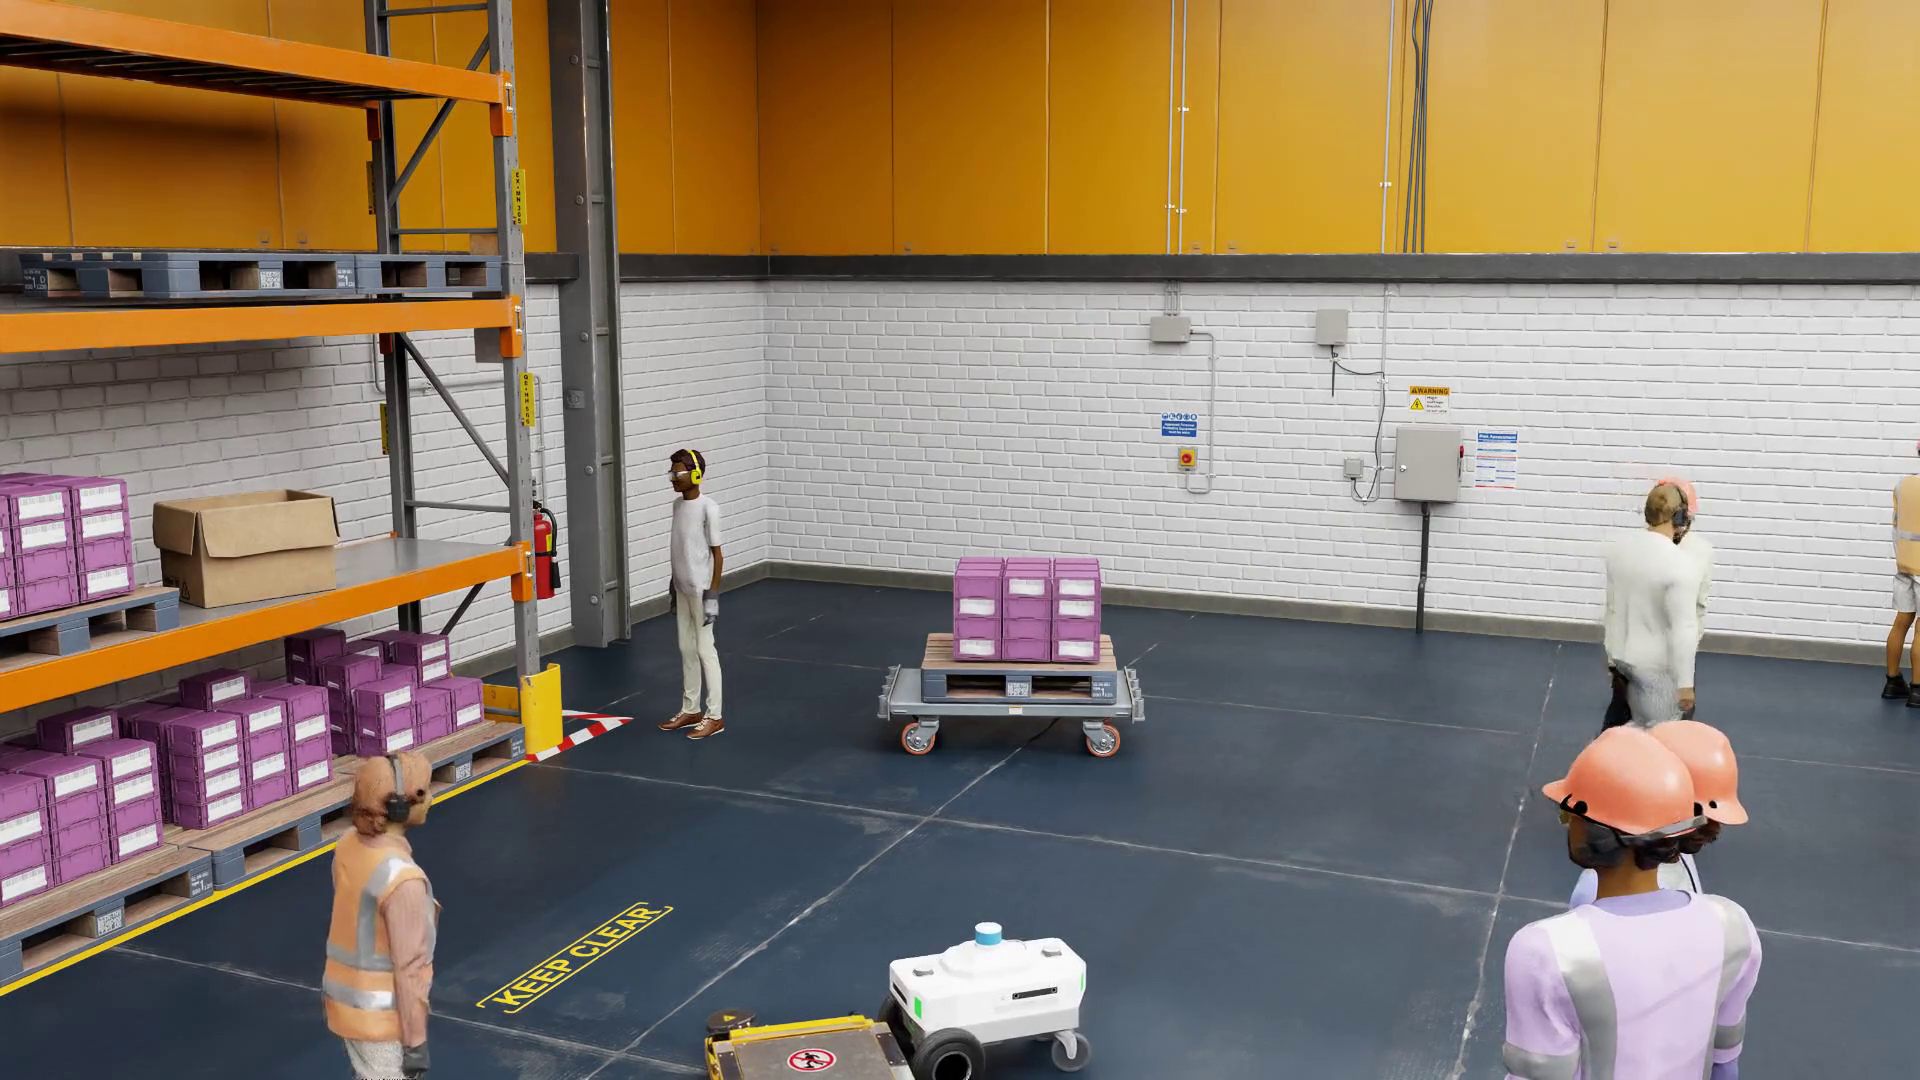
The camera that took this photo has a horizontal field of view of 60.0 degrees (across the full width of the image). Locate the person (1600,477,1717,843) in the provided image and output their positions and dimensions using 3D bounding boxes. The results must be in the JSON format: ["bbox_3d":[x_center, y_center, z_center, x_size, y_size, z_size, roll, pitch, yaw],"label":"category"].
[{"bbox_3d":[3.720,0.615,8.879,0.631,1.928,1.041,-1,9,-5],"label":"person"}]

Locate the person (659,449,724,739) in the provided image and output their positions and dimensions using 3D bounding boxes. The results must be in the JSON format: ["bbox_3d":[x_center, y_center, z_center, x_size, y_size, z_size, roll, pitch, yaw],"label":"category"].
[{"bbox_3d":[-1.732,0.341,10.732,0.323,1.871,0.528,-9,13,-43],"label":"person"}]

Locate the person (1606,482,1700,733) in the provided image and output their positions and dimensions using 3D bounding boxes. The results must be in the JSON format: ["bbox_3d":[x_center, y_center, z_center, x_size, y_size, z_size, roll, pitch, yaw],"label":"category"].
[{"bbox_3d":[3.578,0.650,8.703,0.512,1.919,0.652,-2,10,-13],"label":"person"}]

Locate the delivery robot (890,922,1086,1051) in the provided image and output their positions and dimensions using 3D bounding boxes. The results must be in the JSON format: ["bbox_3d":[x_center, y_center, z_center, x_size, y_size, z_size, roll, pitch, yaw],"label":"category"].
[{"bbox_3d":[0.108,1.687,6.269,0.707,0.478,0.477,-3,10,-20],"label":"delivery robot"}]

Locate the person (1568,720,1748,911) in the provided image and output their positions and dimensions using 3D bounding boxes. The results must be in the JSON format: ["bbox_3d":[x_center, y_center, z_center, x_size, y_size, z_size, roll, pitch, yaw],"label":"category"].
[{"bbox_3d":[1.738,1.389,4.210,0.375,1.927,0.543,8,12,39],"label":"person"}]

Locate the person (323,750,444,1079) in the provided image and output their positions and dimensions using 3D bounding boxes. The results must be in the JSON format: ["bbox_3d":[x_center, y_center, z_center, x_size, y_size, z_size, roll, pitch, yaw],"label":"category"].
[{"bbox_3d":[-1.721,1.426,4.940,0.385,1.614,0.521,-7,12,-38],"label":"person"}]

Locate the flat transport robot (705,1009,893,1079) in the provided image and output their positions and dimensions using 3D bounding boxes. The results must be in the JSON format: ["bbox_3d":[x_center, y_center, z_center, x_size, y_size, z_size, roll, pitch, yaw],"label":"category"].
[{"bbox_3d":[-0.470,1.970,5.697,0.652,0.197,1.431,-3,10,-15],"label":"flat transport robot"}]

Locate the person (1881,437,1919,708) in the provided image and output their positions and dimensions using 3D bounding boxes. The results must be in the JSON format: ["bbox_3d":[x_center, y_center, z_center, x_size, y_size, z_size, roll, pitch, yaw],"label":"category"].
[{"bbox_3d":[6.646,0.190,11.449,0.358,1.937,0.544,-1,9,-6],"label":"person"}]

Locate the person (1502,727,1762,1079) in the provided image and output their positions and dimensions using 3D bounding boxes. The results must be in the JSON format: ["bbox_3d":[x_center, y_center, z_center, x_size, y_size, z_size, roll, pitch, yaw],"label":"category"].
[{"bbox_3d":[1.431,1.413,3.700,0.608,2.048,0.365,-3,10,-19],"label":"person"}]
